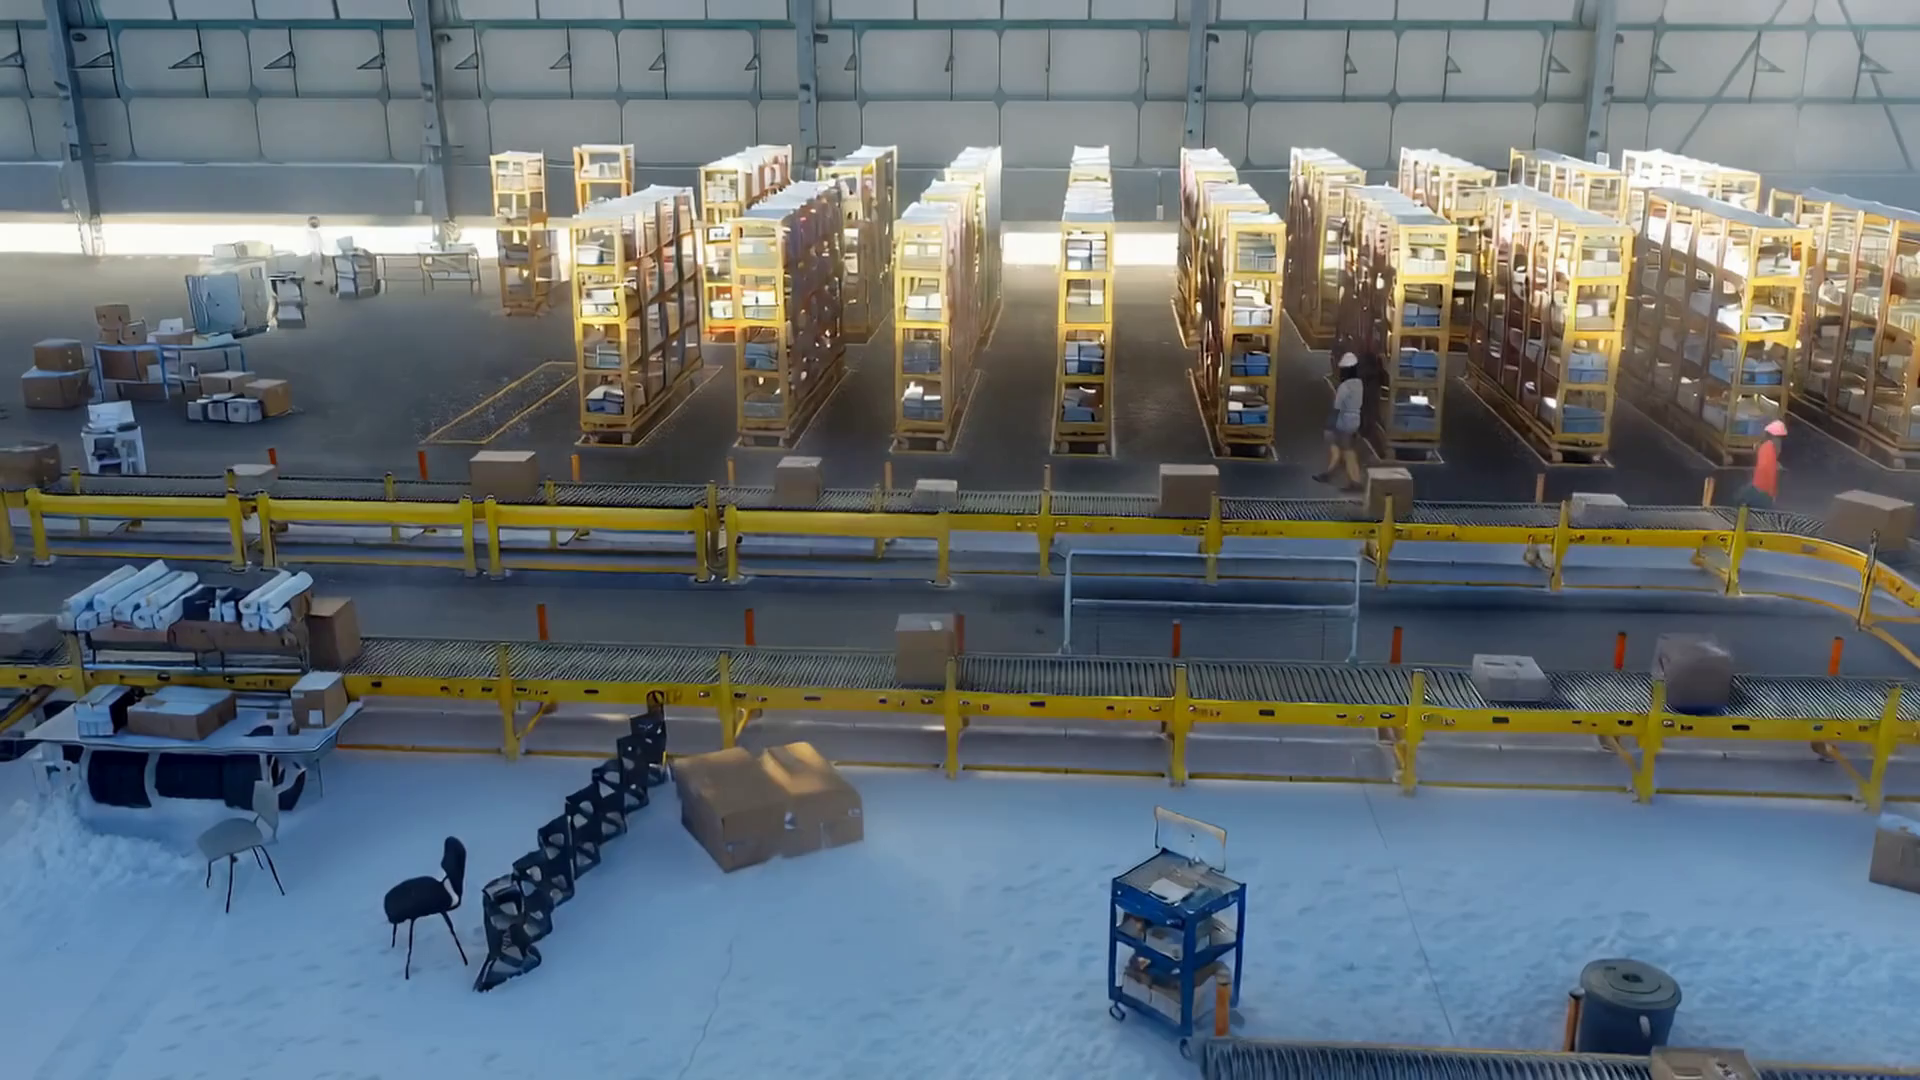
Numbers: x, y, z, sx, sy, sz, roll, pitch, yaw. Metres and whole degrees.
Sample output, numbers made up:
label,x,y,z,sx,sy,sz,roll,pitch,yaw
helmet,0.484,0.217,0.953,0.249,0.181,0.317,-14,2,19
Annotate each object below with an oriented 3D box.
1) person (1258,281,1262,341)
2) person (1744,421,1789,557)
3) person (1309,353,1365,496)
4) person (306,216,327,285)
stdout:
label,x,y,z,sx,sy,sz,roll,pitch,yaw
person,5.925,-4.675,33.373,0.380,1.845,0.570,4,18,14
person,10.026,-0.627,20.668,0.406,1.748,0.554,5,18,15
person,5.347,-1.653,23.535,0.976,2.003,0.613,12,21,34
person,-16.145,-7.285,41.832,0.531,1.730,0.567,-11,21,-32
